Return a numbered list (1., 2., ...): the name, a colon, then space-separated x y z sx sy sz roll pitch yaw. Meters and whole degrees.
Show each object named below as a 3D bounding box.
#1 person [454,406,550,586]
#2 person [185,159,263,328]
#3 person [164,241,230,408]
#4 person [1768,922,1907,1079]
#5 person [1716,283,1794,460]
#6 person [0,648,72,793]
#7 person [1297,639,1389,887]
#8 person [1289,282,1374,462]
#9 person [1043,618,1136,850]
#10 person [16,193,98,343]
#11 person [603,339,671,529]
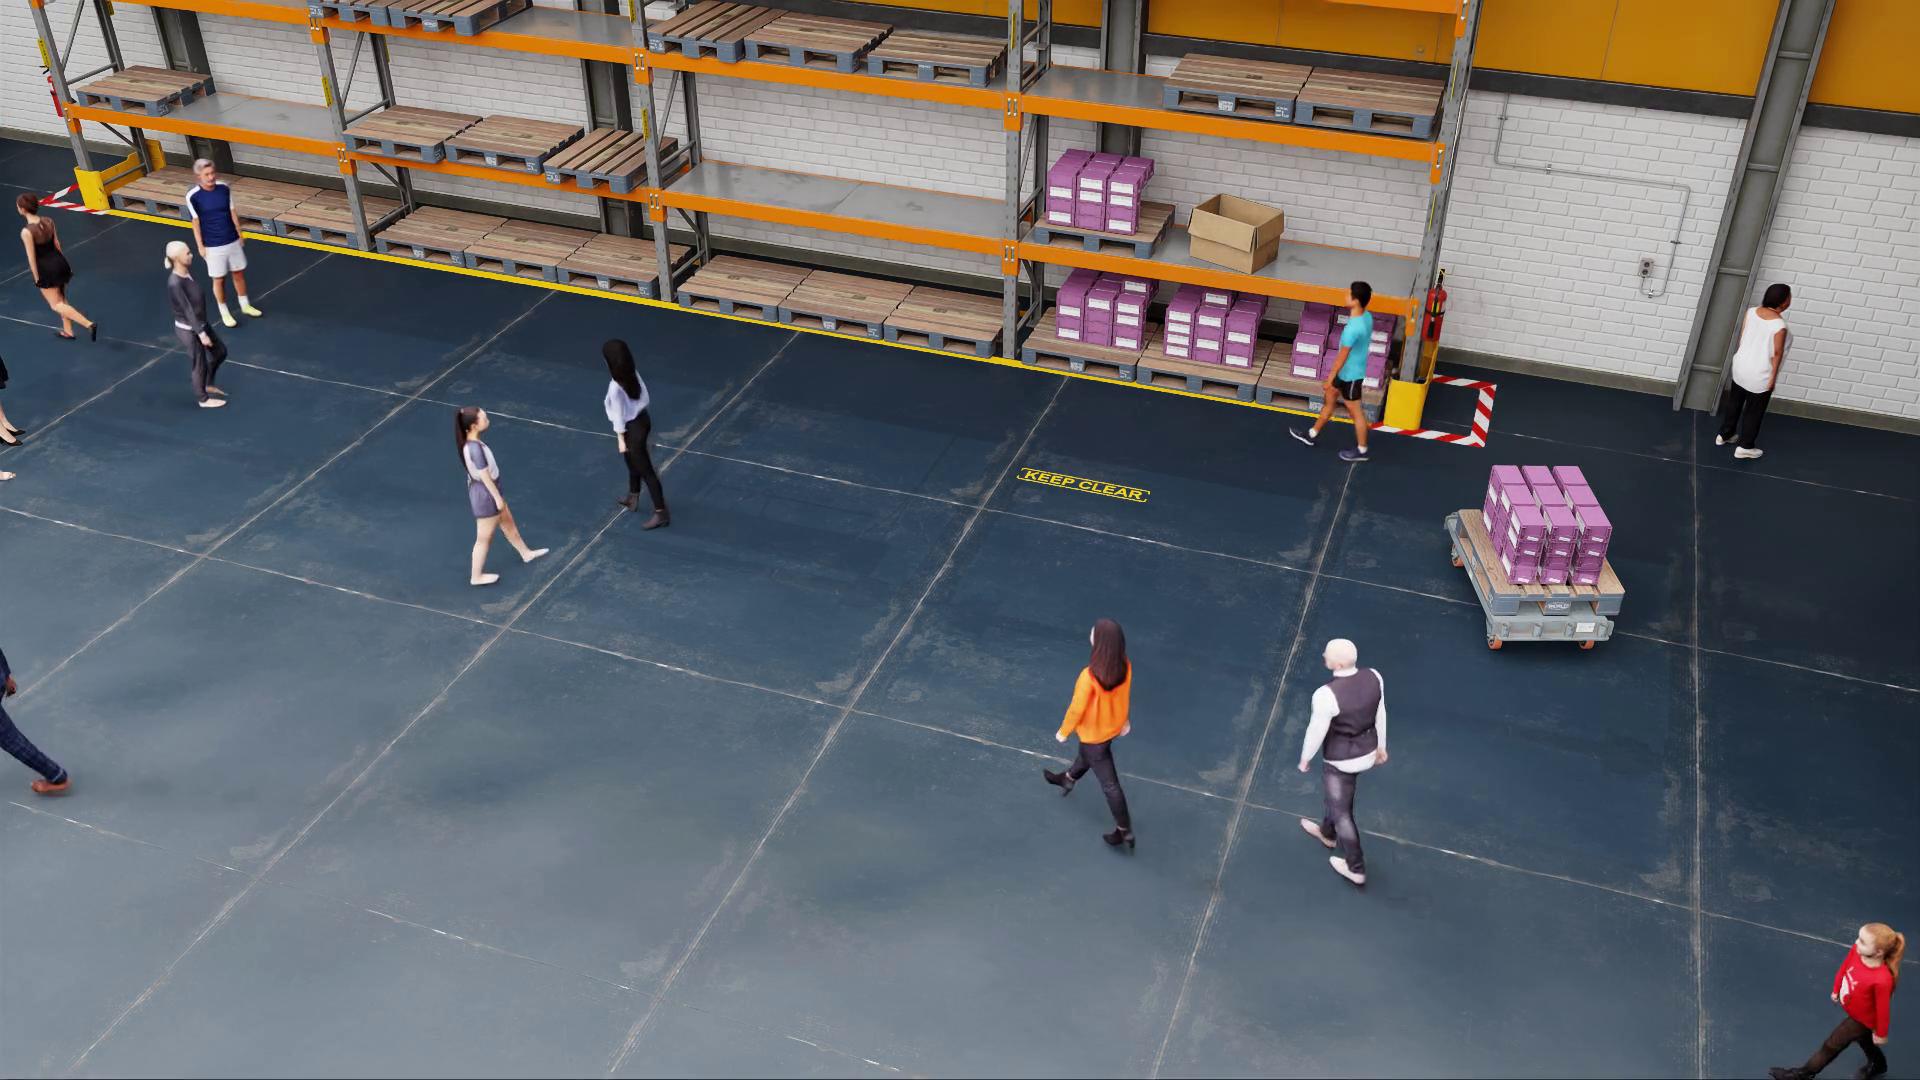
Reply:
1. person: -3.931 -0.327 13.464 1.009 1.623 0.934 -14 36 -20
2. person: -7.805 -3.164 17.539 0.685 1.836 0.709 25 41 33
3. person: -7.459 -2.055 15.979 0.733 1.715 0.711 -5 34 -7
4. person: 5.114 2.649 9.326 0.996 1.247 0.735 -2 34 -4
5. person: 7.336 -1.577 15.287 0.796 1.687 0.764 -8 35 -12
6. person: -6.568 1.037 11.277 1.238 1.773 0.911 2 34 3
7. person: 2.525 1.447 10.650 0.954 1.783 1.046 -17 37 -24
8. person: 3.639 -1.482 15.089 0.994 1.747 0.654 12 35 17
9. person: 0.993 1.310 10.925 1.190 1.706 0.889 24 41 32
10. person: -9.275 -2.754 17.081 0.922 1.660 0.595 10 35 14
11. person: -2.725 -0.894 14.226 0.847 1.722 0.712 3 34 5
